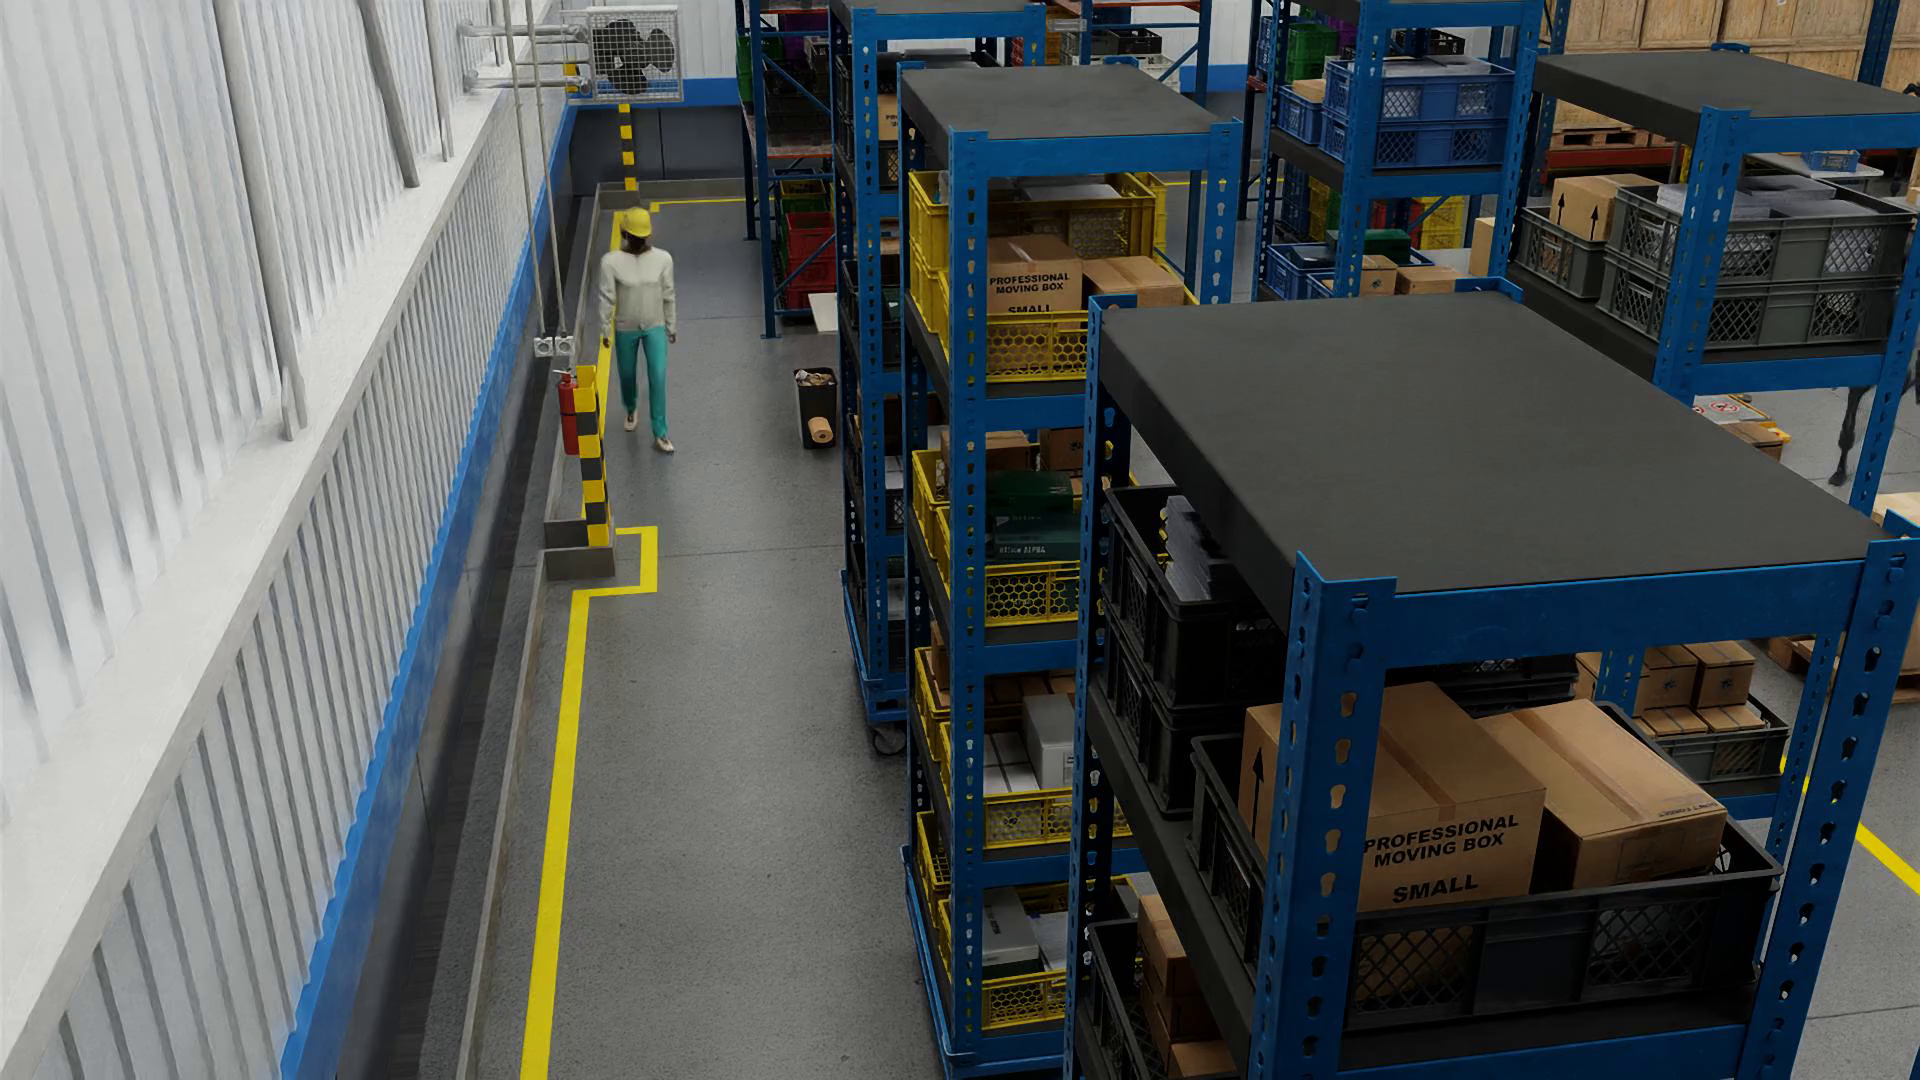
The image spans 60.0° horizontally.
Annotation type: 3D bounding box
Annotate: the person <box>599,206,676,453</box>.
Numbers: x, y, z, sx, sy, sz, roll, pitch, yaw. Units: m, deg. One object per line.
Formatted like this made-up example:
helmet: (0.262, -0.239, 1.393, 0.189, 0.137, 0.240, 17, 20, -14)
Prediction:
person: (-2.290, -1.533, 11.875, 0.538, 1.756, 0.639, -8, 26, -16)

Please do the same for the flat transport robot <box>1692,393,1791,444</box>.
flat transport robot: (5.224, -0.859, 12.132, 1.431, 0.197, 0.652, -4, 25, -8)

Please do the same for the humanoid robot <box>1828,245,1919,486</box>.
humanoid robot: (6.261, -1.196, 11.261, 0.580, 1.635, 0.686, 16, 29, 30)

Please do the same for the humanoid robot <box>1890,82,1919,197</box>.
humanoid robot: (10.481, -4.408, 18.178, 0.606, 1.657, 0.321, 17, 30, 32)
